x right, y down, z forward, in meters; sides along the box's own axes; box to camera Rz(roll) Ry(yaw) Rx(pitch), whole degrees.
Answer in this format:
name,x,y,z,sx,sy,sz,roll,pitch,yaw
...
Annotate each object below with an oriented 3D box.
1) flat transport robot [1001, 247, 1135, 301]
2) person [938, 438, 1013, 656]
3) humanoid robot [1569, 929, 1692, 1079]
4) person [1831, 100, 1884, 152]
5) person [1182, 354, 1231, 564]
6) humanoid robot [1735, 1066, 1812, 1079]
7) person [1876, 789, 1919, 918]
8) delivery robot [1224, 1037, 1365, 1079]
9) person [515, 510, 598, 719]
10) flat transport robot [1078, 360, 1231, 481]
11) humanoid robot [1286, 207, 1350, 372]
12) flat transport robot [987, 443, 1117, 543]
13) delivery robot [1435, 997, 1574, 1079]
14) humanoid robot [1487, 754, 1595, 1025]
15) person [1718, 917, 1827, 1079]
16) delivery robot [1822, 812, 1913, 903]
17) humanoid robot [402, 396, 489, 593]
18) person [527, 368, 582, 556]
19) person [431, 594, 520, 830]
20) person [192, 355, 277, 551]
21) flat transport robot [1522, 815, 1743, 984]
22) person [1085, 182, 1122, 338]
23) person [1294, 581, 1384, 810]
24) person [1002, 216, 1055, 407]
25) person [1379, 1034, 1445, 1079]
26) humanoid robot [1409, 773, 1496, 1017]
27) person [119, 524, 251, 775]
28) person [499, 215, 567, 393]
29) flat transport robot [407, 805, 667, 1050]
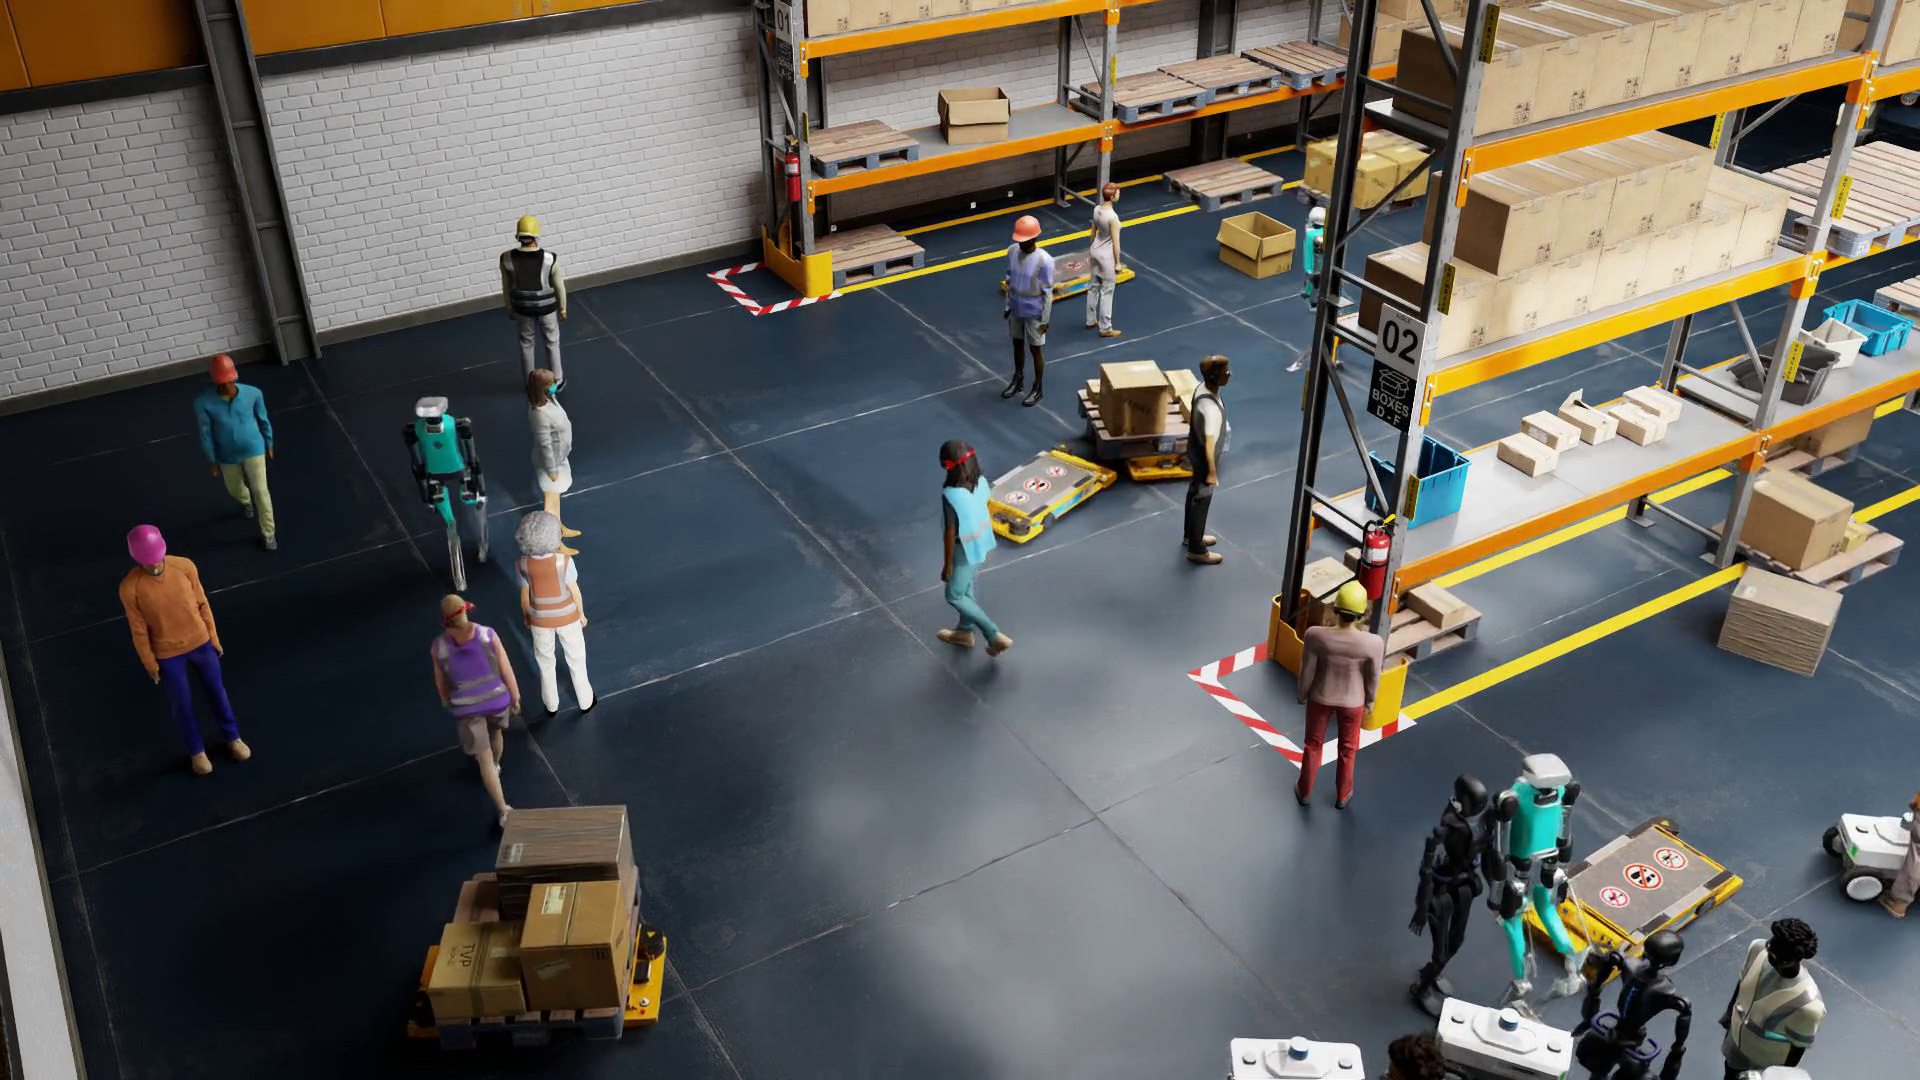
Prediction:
name,x,y,z,sx,sy,sz,roll,pitch,yaw
flat transport robot,1.232,-2.991,18.854,1.431,0.231,0.659,-21,38,-29
person,0.102,0.105,12.436,0.609,1.841,0.551,15,35,23
humanoid robot,3.412,2.639,8.568,0.684,1.632,0.600,-22,38,-31
person,10.747,-4.697,20.090,0.565,1.846,0.390,-8,33,-12
person,2.036,-0.676,13.679,0.345,1.846,0.507,0,32,0
humanoid robot,3.869,3.128,7.750,0.762,1.815,0.541,-3,32,-5
person,6.073,1.561,10.184,0.462,1.771,0.337,-4,32,-7
delivery robot,1.827,2.951,9.090,0.751,0.576,0.499,2,32,3
person,-2.898,0.547,11.870,0.438,1.690,0.311,-3,32,-5
flat transport robot,1.775,-0.993,15.668,0.659,0.231,1.431,-5,32,-8
humanoid robot,3.768,-2.470,16.688,0.820,1.803,0.571,0,32,0
flat transport robot,0.724,-0.429,14.769,0.659,0.231,1.431,23,39,32
delivery robot,3.011,2.841,9.257,0.742,0.566,0.499,13,34,20
humanoid robot,3.293,2.124,9.364,0.535,1.822,0.826,-10,34,-16
person,4.143,2.597,8.605,0.319,1.692,0.535,-7,33,-12
delivery robot,5.971,1.999,10.631,0.777,0.598,0.499,6,33,9
humanoid robot,-4.089,-0.485,13.481,0.532,1.751,0.964,-4,32,-7
person,-3.374,-0.664,13.830,0.342,1.659,0.485,-2,32,-4
person,-3.180,1.089,11.042,0.488,1.638,0.851,-16,35,-23
person,-6.055,-0.793,13.971,0.561,1.730,0.714,-13,34,-20
flat transport robot,4.248,2.244,10.505,1.431,0.231,0.659,-21,38,-29
person,1.525,-2.951,17.478,0.269,1.659,0.461,-18,36,-26
person,2.496,1.034,11.025,0.531,1.768,0.309,6,33,10
person,0.639,-2.220,16.069,0.541,1.930,0.375,25,40,34
person,2.026,3.044,7.721,0.492,1.878,0.584,22,38,30
humanoid robot,2.864,2.009,9.554,0.612,1.655,0.376,-17,36,-25
person,-5.314,0.727,11.326,0.522,1.972,0.401,-25,40,-34
person,-4.145,-2.293,16.286,0.597,1.818,0.403,-3,32,-5
flat transport robot,-2.501,2.619,9.908,1.431,0.231,0.659,-2,32,-3
